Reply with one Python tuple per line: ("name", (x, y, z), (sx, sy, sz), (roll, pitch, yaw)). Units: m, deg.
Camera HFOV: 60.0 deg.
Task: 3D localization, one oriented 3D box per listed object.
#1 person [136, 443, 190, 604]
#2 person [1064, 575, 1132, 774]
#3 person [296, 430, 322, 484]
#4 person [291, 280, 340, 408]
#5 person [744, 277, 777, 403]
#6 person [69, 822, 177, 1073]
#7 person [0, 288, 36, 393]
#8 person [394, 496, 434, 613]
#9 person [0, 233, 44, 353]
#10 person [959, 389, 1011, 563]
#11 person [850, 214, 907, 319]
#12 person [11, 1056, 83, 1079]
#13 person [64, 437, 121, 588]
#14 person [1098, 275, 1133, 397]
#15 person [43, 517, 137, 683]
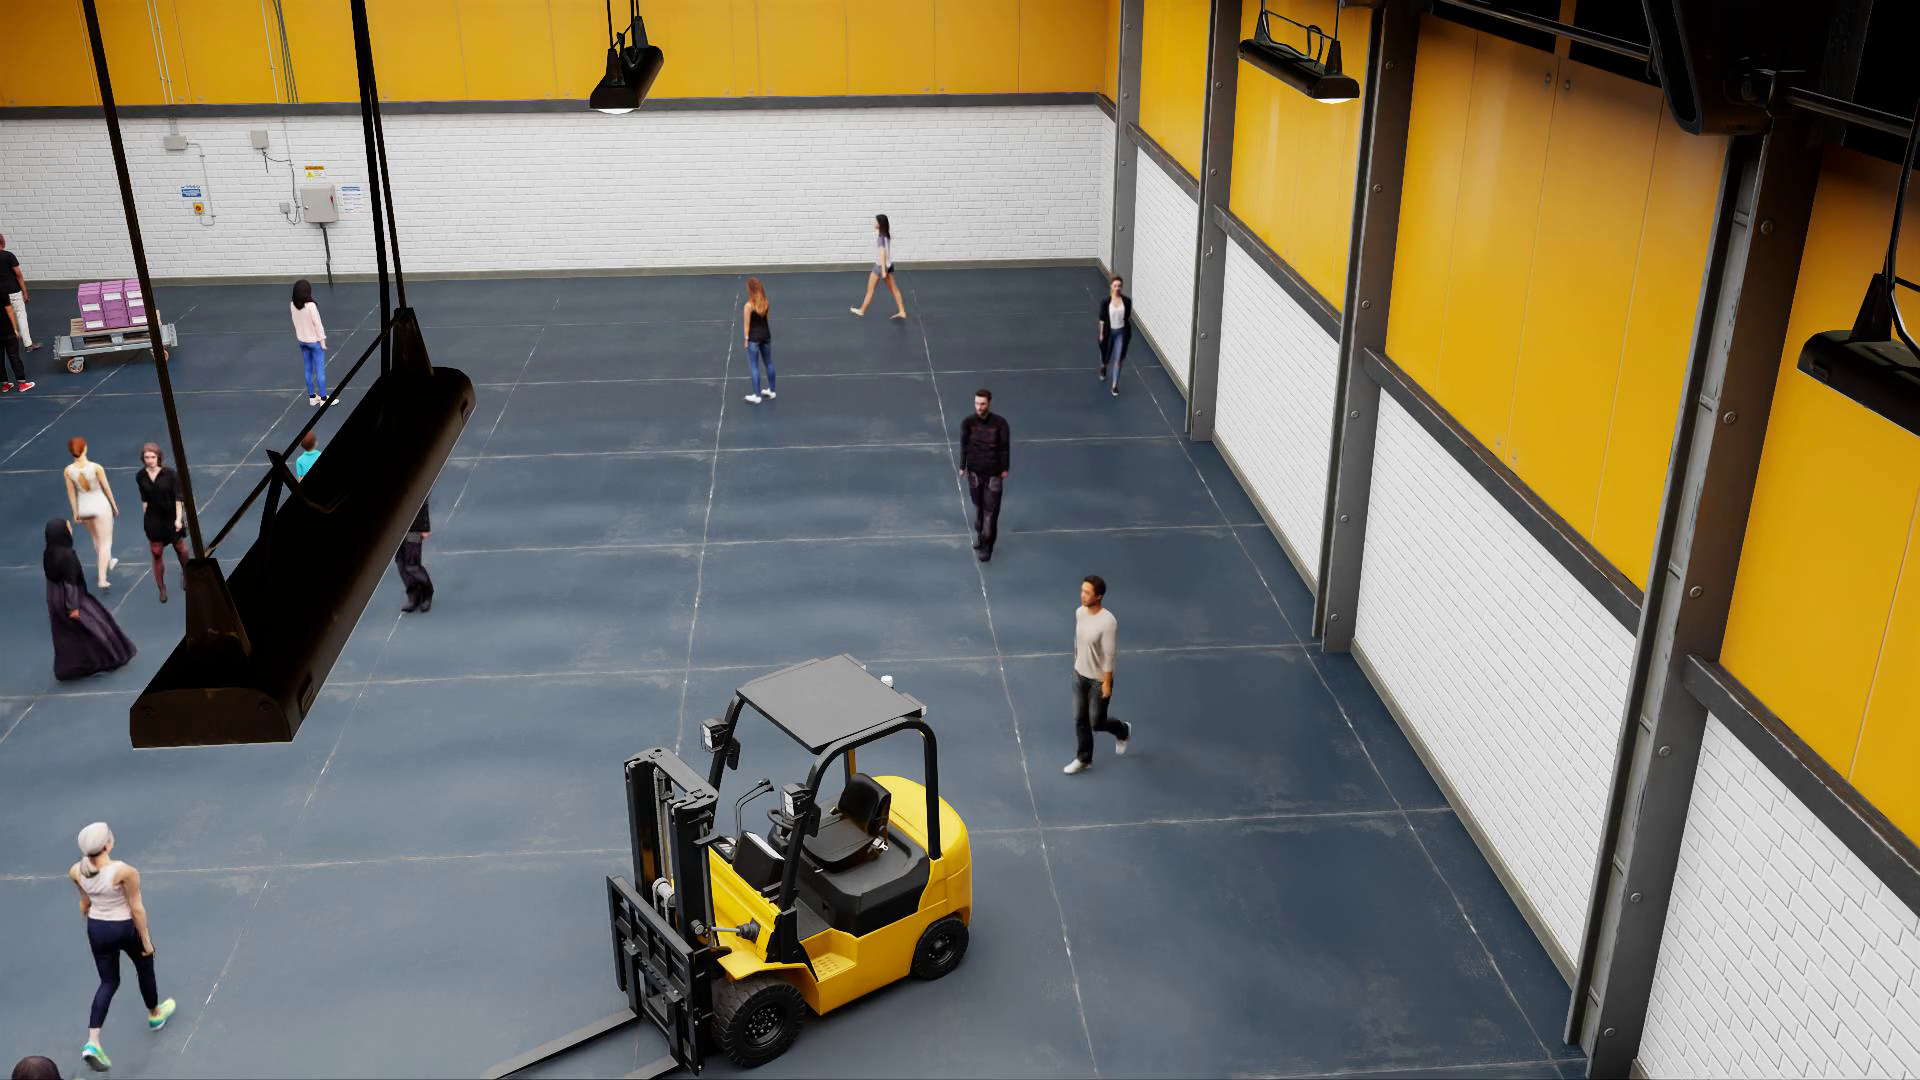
("person", (-8.170, -0.229, 17.171), (0.600, 1.683, 0.750), (-3, 24, -7))
("person", (1.194, 1.114, 13.952), (0.980, 1.799, 0.975), (-17, 29, -33))
("person", (-6.975, -0.509, 18.103), (0.565, 1.448, 0.551), (-7, 25, -16))
("person", (-8.861, -2.690, 22.691), (0.723, 1.770, 0.731), (12, 26, 25))
("person", (-2.770, -2.773, 22.945), (0.701, 1.718, 0.648), (20, 31, 38))
("person", (-5.459, 2.610, 10.681), (0.714, 1.678, 1.112), (2, 24, 4))
("person", (-13.434, -2.940, 23.283), (0.621, 1.754, 0.544), (-1, 24, -2))
("person", (-5.585, -0.152, 16.816), (0.799, 1.825, 0.749), (5, 24, 11))
("person", (-14.325, -3.730, 25.028), (0.683, 1.804, 0.597), (0, 24, 0))
("person", (0.293, -0.759, 18.135), (0.949, 1.882, 1.126), (8, 25, 18))
("person", (-1.144, -4.313, 26.518), (0.899, 1.678, 1.146), (5, 24, 11))
("person", (-4.741, 3.417, 8.859), (1.042, 1.660, 0.908), (8, 25, 17))
("person", (-9.032, -0.254, 17.327), (0.566, 1.603, 1.068), (-3, 24, -6))
("person", (2.147, -2.895, 23.289), (0.639, 1.667, 0.954), (-2, 24, -4))
("person", (-8.355, 0.568, 15.441), (0.956, 1.608, 1.041), (16, 28, 32))
